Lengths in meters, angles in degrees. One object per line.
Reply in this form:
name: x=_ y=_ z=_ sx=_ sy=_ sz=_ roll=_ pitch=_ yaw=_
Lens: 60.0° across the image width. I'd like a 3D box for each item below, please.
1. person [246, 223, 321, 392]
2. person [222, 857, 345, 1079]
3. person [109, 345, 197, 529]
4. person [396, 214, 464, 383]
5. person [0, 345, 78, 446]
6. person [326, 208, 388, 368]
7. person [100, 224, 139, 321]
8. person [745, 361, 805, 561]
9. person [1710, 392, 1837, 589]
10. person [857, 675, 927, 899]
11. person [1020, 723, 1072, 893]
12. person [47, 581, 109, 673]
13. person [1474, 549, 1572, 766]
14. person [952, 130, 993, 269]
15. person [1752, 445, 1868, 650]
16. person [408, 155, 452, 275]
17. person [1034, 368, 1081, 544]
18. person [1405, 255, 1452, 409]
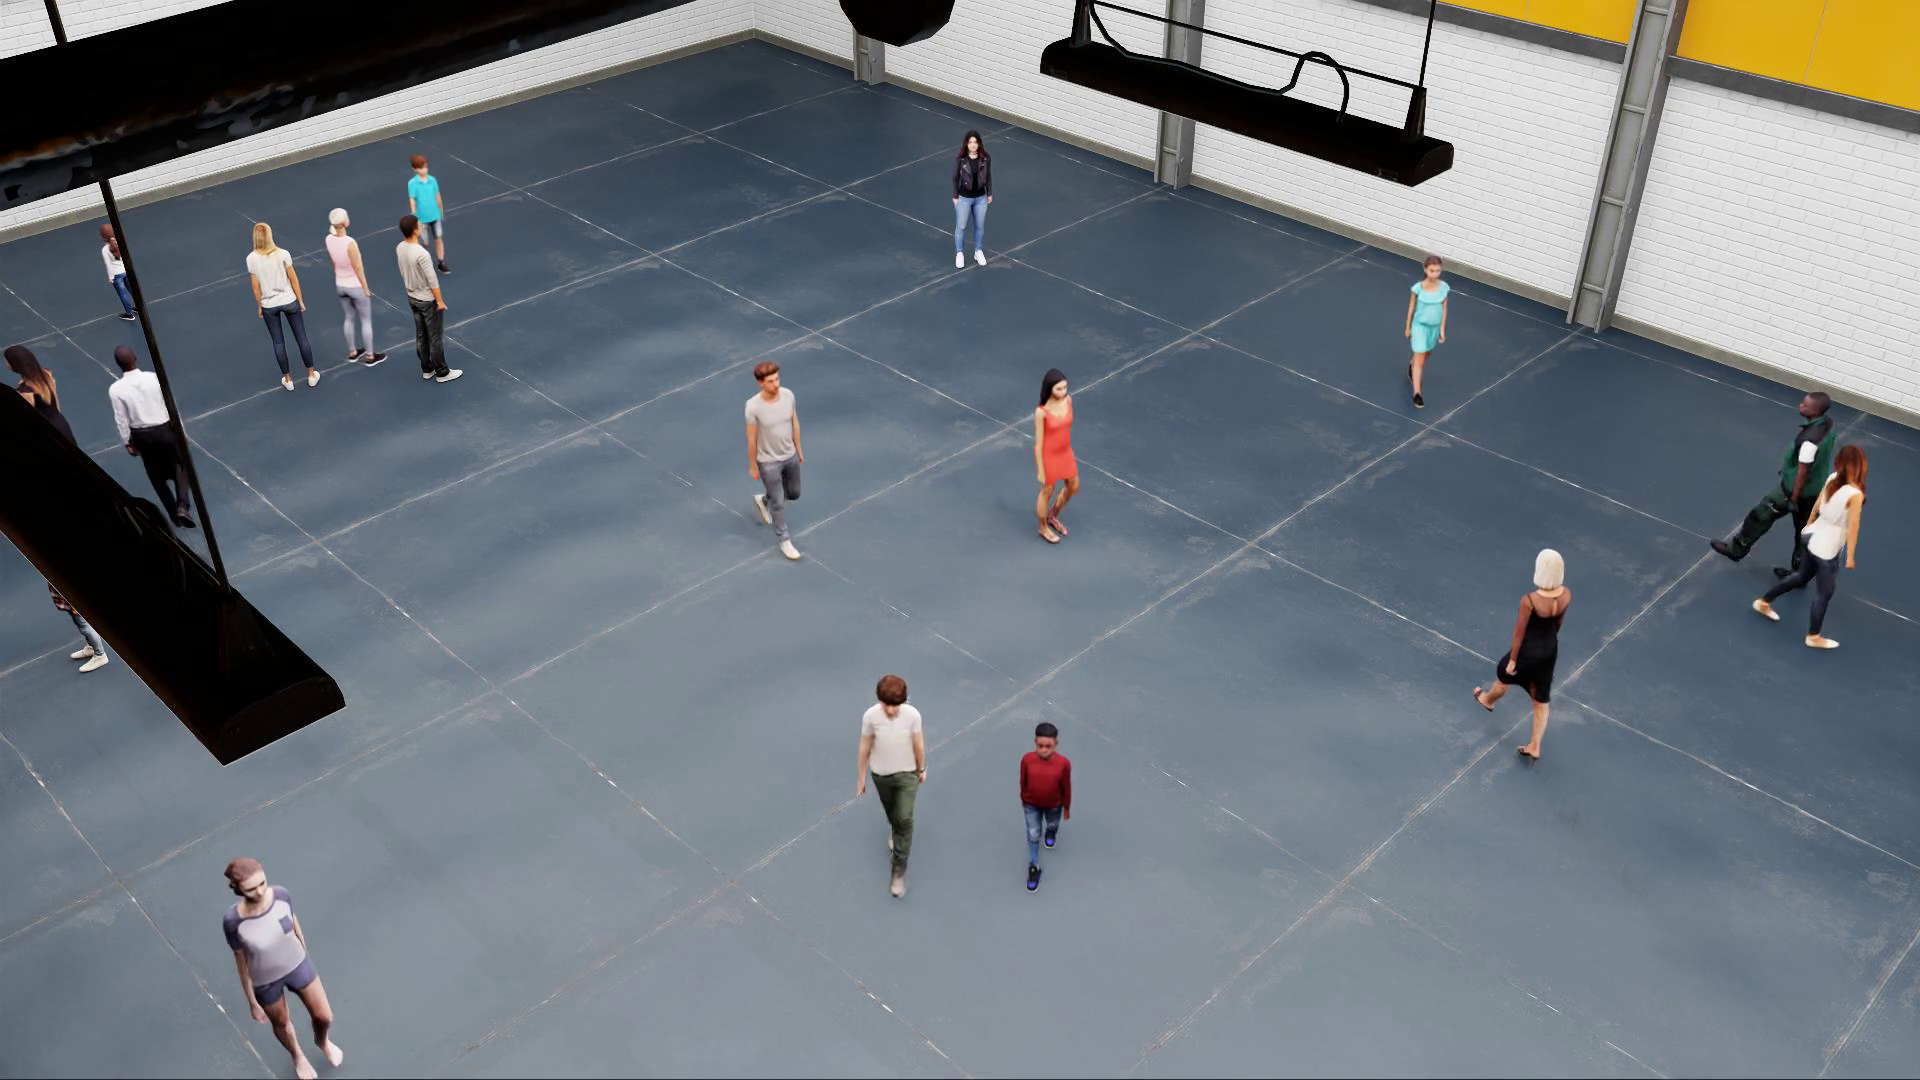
person: x=-6.961 y=-2.393 z=17.032 sx=0.670 sy=1.808 sz=0.630 roll=-13 pitch=36 yaw=-18
person: x=-4.035 y=2.486 z=9.744 sx=0.589 sy=1.752 sz=0.620 roll=-25 pitch=41 yaw=-33
person: x=-7.099 y=-0.847 z=14.695 sx=0.825 sy=1.821 sz=1.006 roll=-16 pitch=37 yaw=-23
person: x=-5.551 y=-2.493 z=17.180 sx=0.546 sy=1.811 sz=0.749 roll=22 pitch=39 yaw=29
person: x=-8.199 y=-0.973 z=14.982 sx=0.804 sy=1.712 sz=0.740 roll=-1 pitch=34 yaw=-1
person: x=-6.414 y=-2.664 z=17.518 sx=0.538 sy=1.722 sz=0.670 roll=14 pitch=36 yaw=21
person: x=-9.402 y=-3.012 z=18.594 sx=0.555 sy=1.110 sz=0.517 roll=12 pitch=35 yaw=17
person: x=-1.642 y=-0.753 z=14.495 sx=0.728 sy=1.886 sz=0.982 roll=-24 pitch=40 yaw=-31
person: x=7.168 y=-0.386 z=14.022 sx=0.730 sy=1.798 sz=1.068 roll=-26 pitch=41 yaw=-33
person: x=-0.438 y=1.522 z=11.315 sx=1.067 sy=1.618 sz=1.073 roll=3 pitch=34 yaw=4
person: x=0.586 y=1.727 z=11.349 sx=0.869 sy=1.238 sz=0.868 roll=4 pitch=34 yaw=6
person: x=-7.062 y=0.437 z=13.229 sx=0.612 sy=1.306 sz=0.481 roll=-24 pitch=40 yaw=-31
person: x=4.240 y=0.901 z=12.183 sx=0.978 sy=1.691 sz=1.169 roll=-8 pitch=34 yaw=-12
person: x=0.136 y=-4.044 z=19.673 sx=0.719 sy=1.634 sz=0.735 roll=-7 pitch=34 yaw=-11
person: x=6.912 y=0.017 z=13.447 sx=0.995 sy=1.762 sz=0.933 roll=6 pitch=34 yaw=9
person: x=-6.284 y=-3.843 z=19.544 sx=0.576 sy=1.443 sz=0.728 roll=-24 pitch=40 yaw=-31
person: x=0.764 y=-0.763 z=14.672 sx=0.609 sy=1.706 sz=0.563 roll=-28 pitch=43 yaw=-35
person: x=4.749 y=-2.190 z=16.978 sx=1.006 sy=1.530 sz=1.082 roll=-1 pitch=34 yaw=-1
